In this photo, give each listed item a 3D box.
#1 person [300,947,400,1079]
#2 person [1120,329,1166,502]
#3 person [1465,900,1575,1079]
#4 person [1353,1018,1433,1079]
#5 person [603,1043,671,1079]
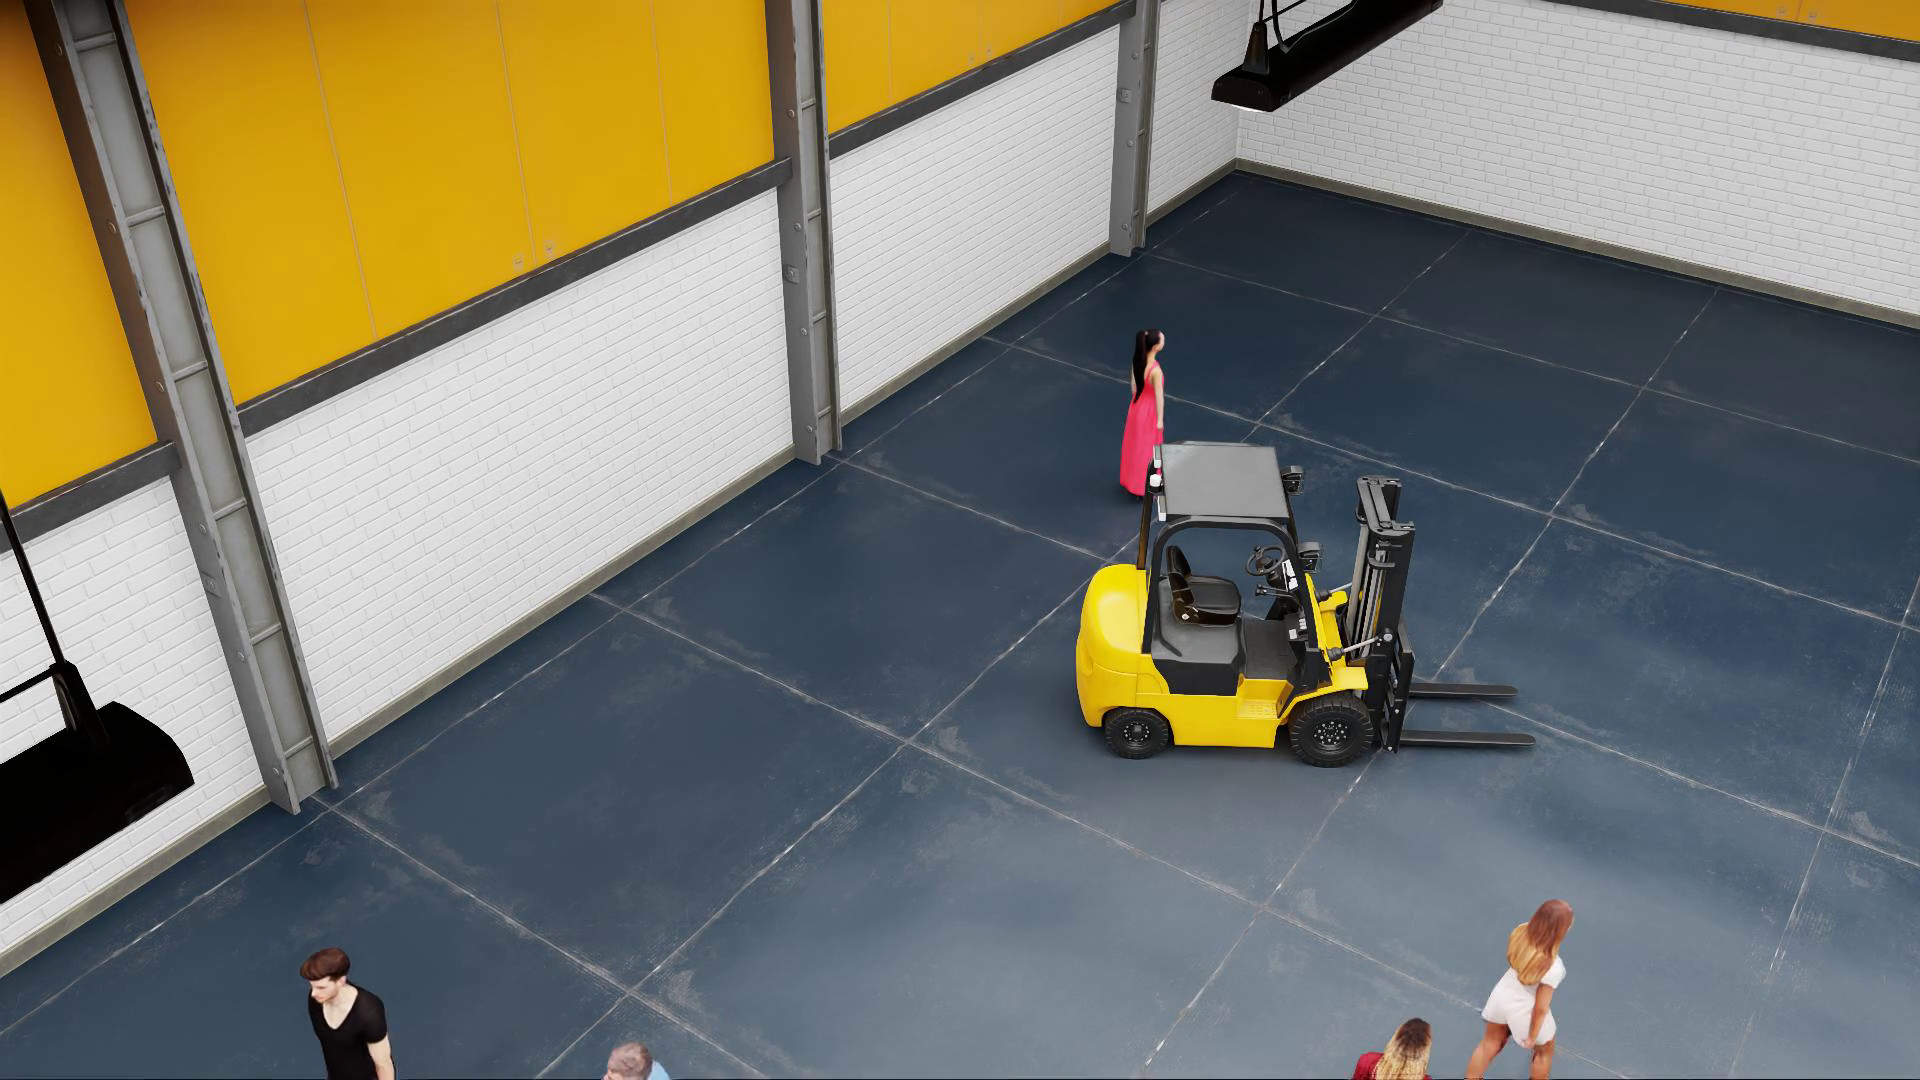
[{"bbox_3d":[-3.175,2.862,9.068,0.855,1.862,1.258,14,36,20],"label":"person"},{"bbox_3d":[1.695,-1.150,15.228,0.710,1.725,0.705,-17,37,-24],"label":"person"},{"bbox_3d":[3.122,2.701,9.487,1.015,1.665,0.897,-12,35,-18],"label":"person"},{"bbox_3d":[2.230,3.184,8.802,0.627,1.620,0.603,17,37,23],"label":"person"},{"bbox_3d":[-1.471,3.200,8.629,1.190,1.785,1.059,-11,35,-16],"label":"person"}]
